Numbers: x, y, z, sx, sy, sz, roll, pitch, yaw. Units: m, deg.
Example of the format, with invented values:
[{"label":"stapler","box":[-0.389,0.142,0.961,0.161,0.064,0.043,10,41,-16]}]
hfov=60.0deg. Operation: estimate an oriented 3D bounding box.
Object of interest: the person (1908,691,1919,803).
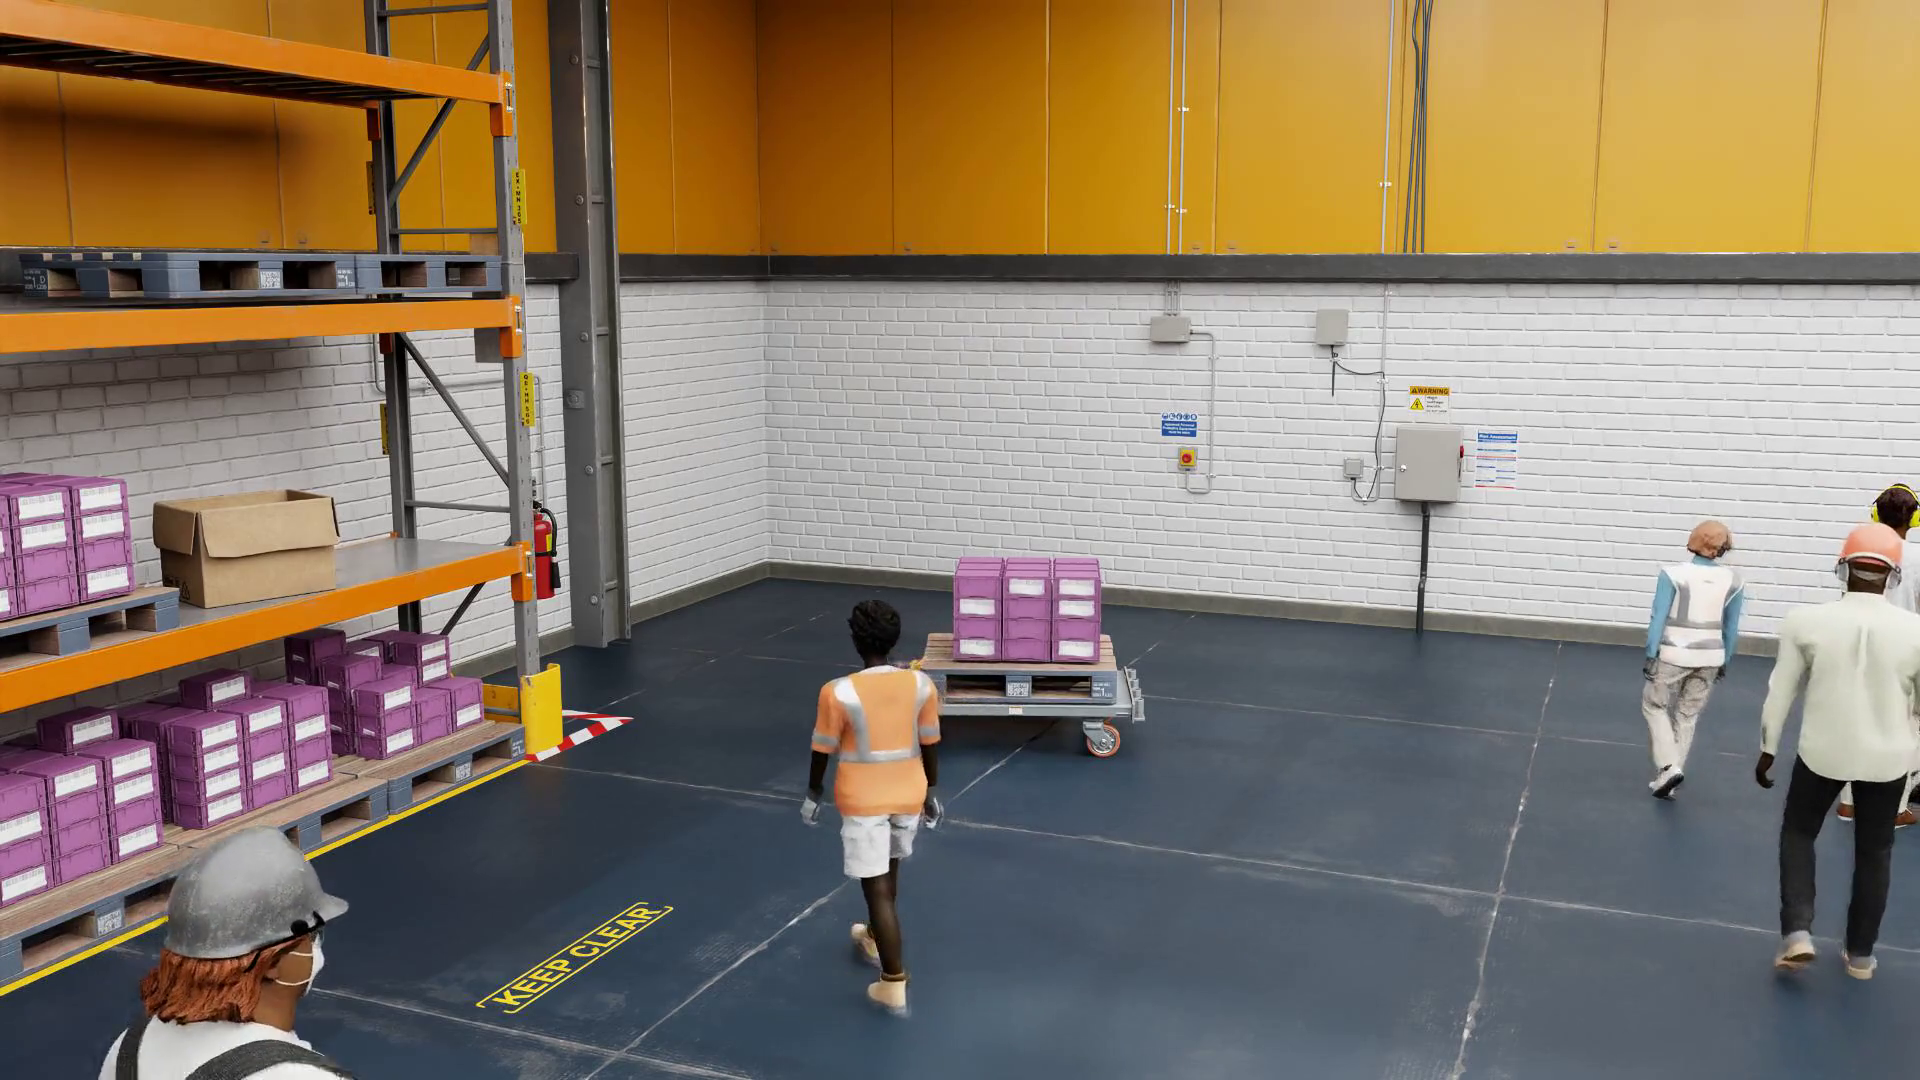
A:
[{"label":"person","box":[5.475,0.708,9.277,0.535,1.631,0.450,3,10,17]}]

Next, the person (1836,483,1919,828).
[{"label":"person","box":[5.017,0.623,9.013,0.513,1.876,0.328,8,12,39]}]

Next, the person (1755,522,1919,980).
[{"label":"person","box":[3.740,0.912,6.981,0.712,1.971,0.625,5,10,26]}]

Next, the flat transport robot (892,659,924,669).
[{"label":"flat transport robot","box":[0.269,0.952,11.866,1.431,0.197,0.652,2,10,14]}]

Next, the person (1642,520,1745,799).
[{"label":"person","box":[4.135,0.686,9.402,0.548,1.609,0.399,-1,9,-4]}]

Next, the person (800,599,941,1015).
[{"label":"person","box":[-0.392,1.064,6.945,0.551,1.660,0.803,-6,11,-32]}]
